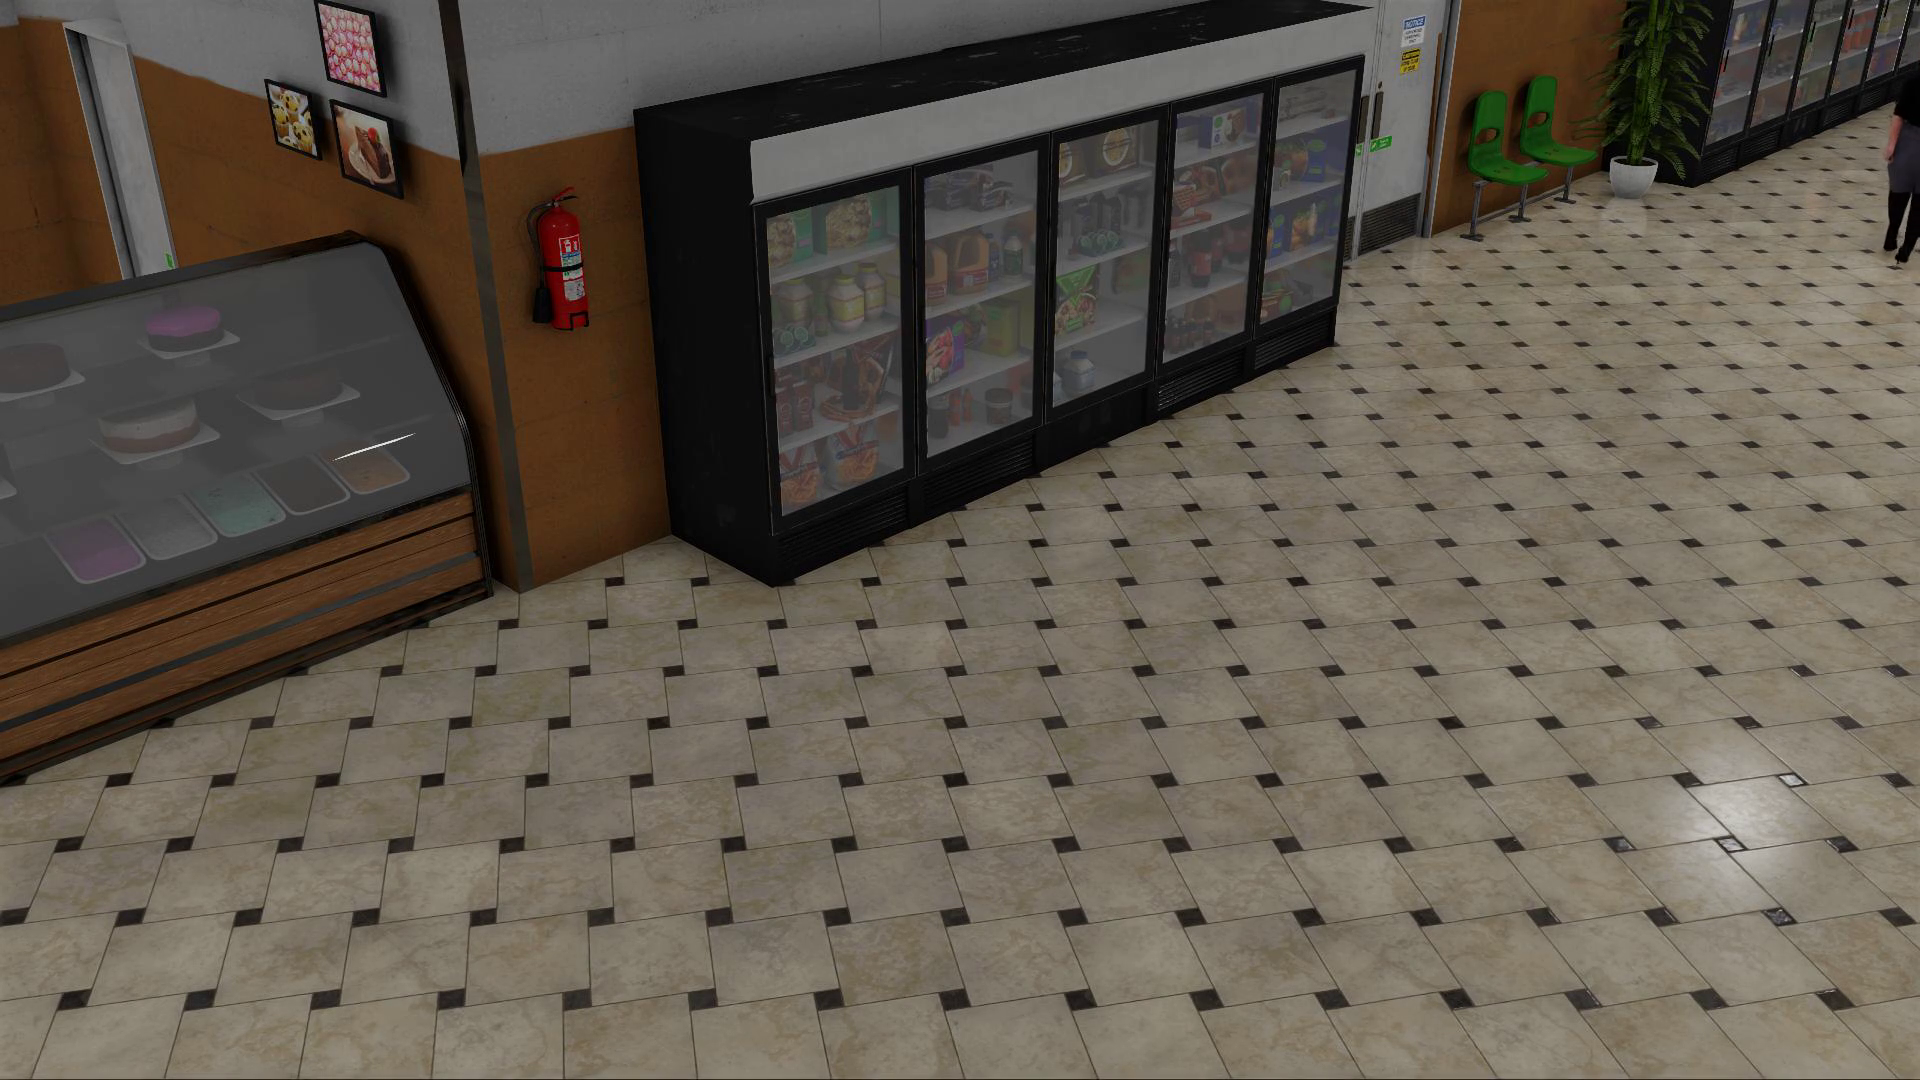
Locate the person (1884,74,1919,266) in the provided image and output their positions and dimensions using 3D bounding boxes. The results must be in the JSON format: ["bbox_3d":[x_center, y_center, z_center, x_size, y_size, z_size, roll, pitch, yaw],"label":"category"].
[{"bbox_3d":[7.616,-3.069,13.185,1.104,1.714,0.875,17,31,29],"label":"person"}]
